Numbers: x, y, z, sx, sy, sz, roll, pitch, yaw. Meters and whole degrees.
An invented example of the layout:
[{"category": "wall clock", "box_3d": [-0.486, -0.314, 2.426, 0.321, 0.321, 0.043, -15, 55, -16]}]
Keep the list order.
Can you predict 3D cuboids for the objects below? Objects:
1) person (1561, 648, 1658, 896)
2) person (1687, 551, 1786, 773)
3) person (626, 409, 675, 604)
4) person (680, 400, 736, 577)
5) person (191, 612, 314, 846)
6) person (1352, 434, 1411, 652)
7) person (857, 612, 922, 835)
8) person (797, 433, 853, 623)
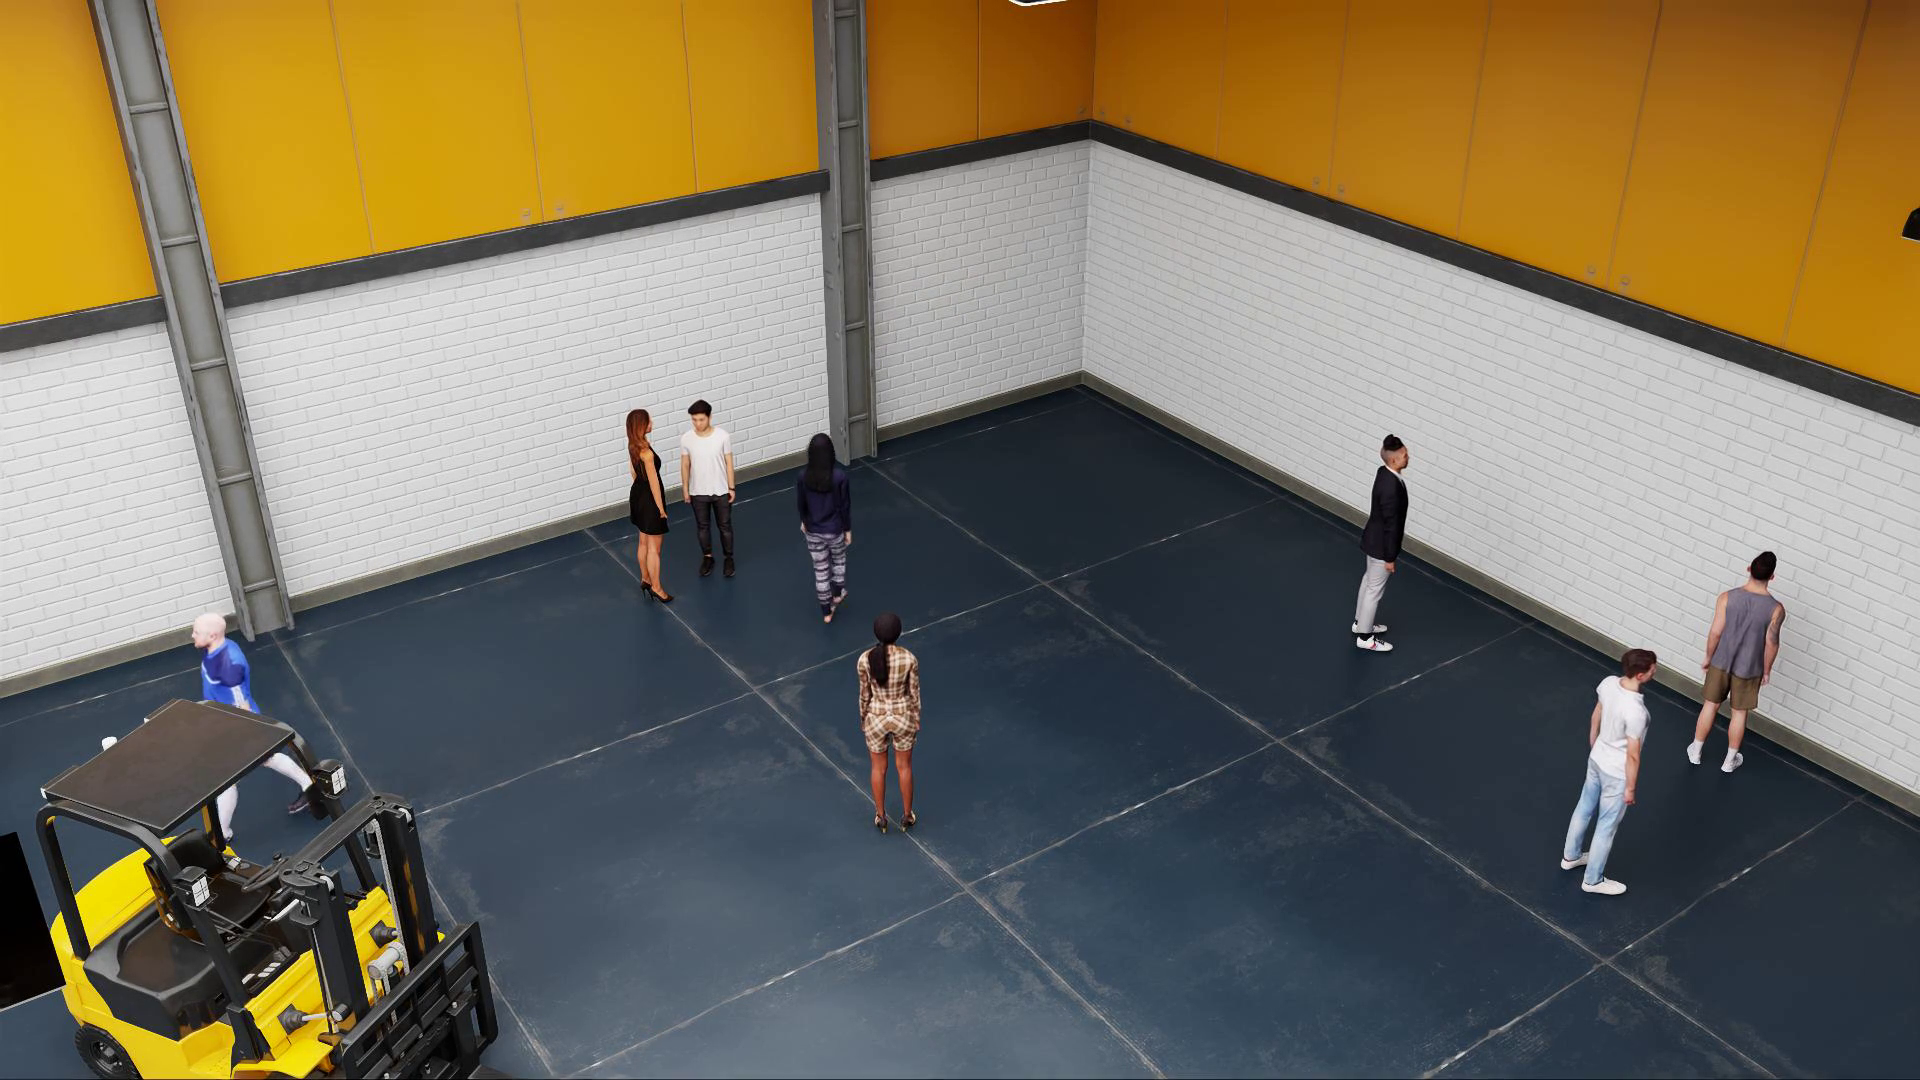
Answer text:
[{"category": "person", "box_3d": [4.365, 1.521, 11.145, 0.701, 1.850, 0.735, -5, 29, -8]}, {"category": "person", "box_3d": [5.764, 0.904, 12.350, 0.712, 1.844, 0.710, 15, 32, 26]}, {"category": "person", "box_3d": [-2.717, -0.293, 14.486, 0.507, 1.835, 0.567, -19, 34, -31]}, {"category": "person", "box_3d": [-2.245, -0.489, 14.970, 0.679, 1.715, 0.777, 0, 29, 0]}, {"category": "person", "box_3d": [-4.962, 1.285, 11.629, 1.194, 1.801, 0.726, -16, 33, -27]}, {"category": "person", "box_3d": [3.516, -0.012, 13.850, 0.830, 1.950, 0.791, 3, 29, 5]}, {"category": "person", "box_3d": [-0.491, 1.288, 11.630, 0.657, 1.793, 0.740, 1, 29, 1]}, {"category": "person", "box_3d": [-1.163, -0.070, 14.197, 0.848, 1.719, 0.903, 2, 29, 4]}]
